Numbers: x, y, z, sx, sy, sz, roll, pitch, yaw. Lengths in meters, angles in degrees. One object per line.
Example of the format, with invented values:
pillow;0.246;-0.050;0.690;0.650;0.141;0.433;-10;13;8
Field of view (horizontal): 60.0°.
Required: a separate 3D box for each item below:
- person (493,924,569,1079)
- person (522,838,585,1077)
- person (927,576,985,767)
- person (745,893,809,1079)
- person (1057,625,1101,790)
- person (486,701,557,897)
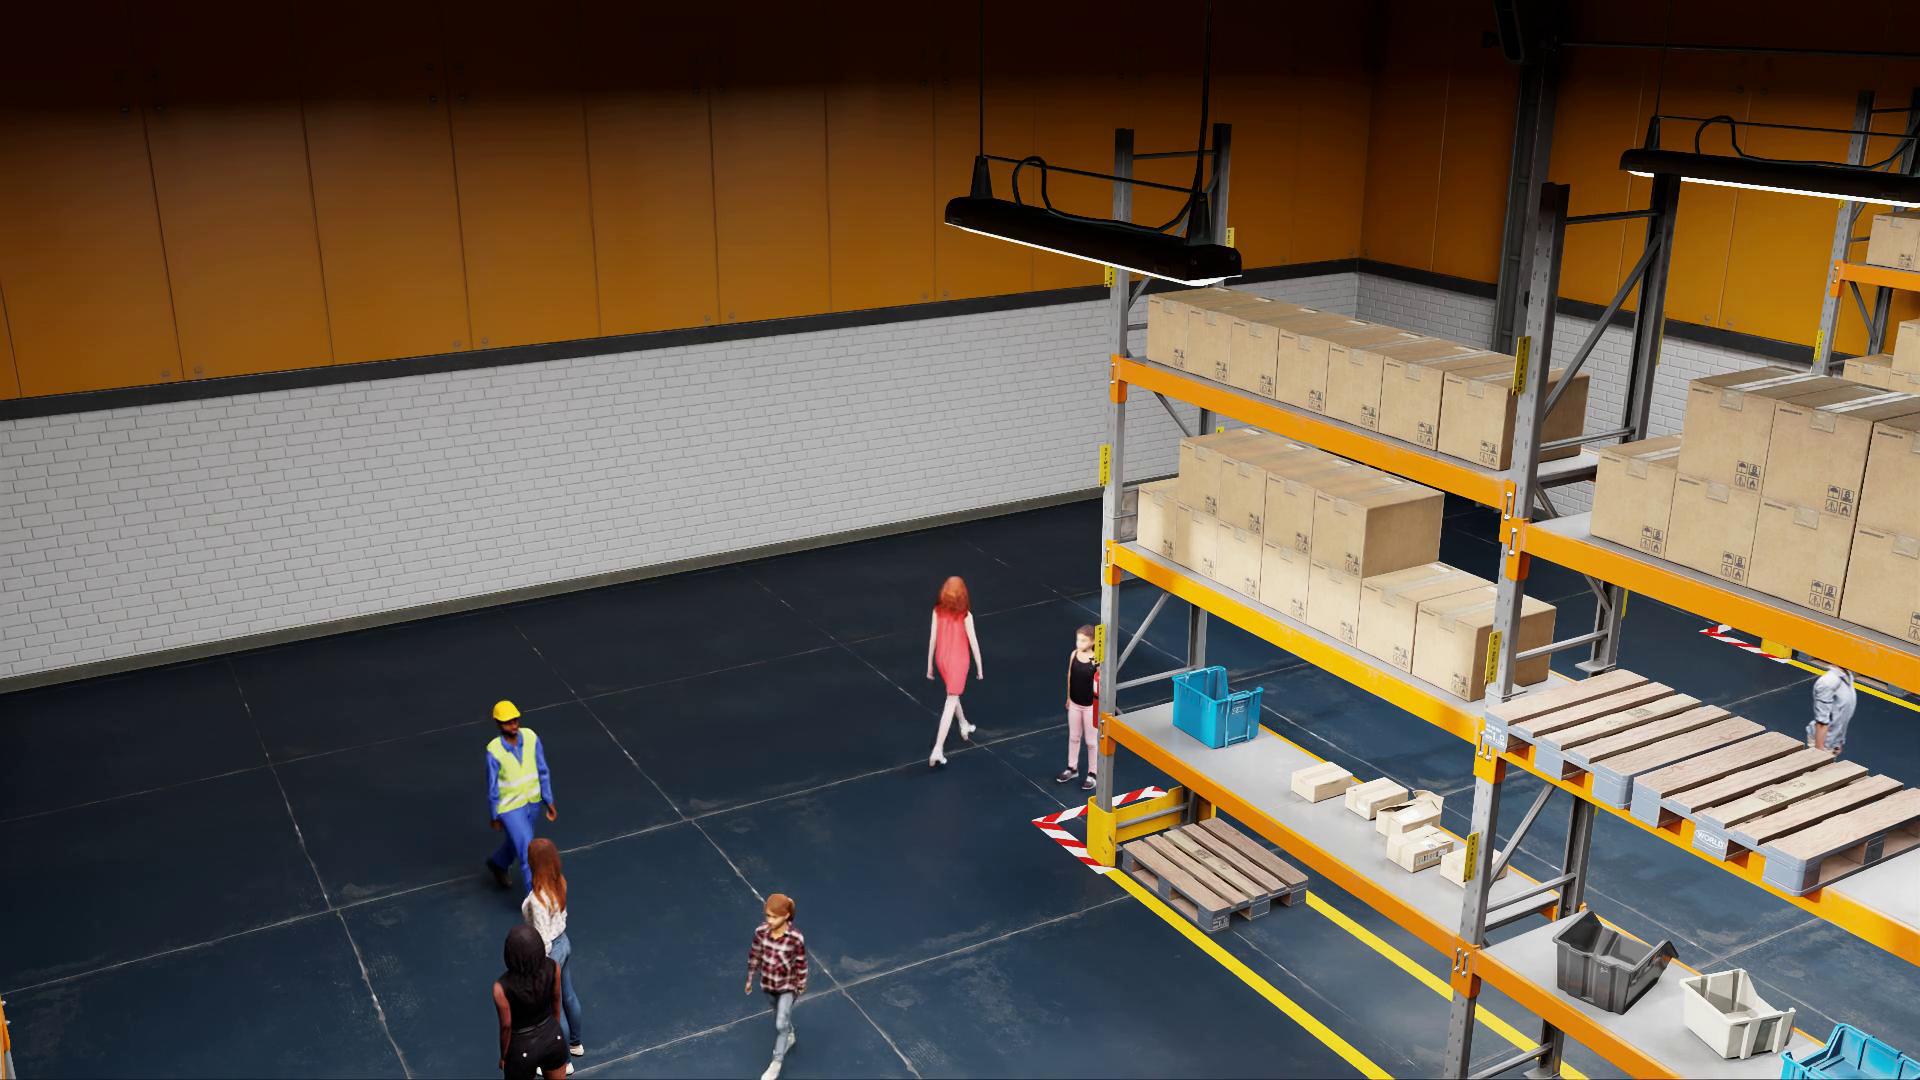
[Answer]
person;-2.590;3.099;10.108;0.646;1.741;0.608;-18;25;-42
person;-2.728;2.774;11.113;0.708;1.715;0.620;3;19;8
person;-0.113;1.264;15.510;1.167;1.771;1.058;11;21;29
person;-1.193;2.949;11.275;0.849;1.280;0.865;8;20;24
person;1.137;1.495;15.147;0.570;1.565;0.673;13;23;34
person;-3.518;2.075;13.099;1.305;1.774;0.973;13;23;35
